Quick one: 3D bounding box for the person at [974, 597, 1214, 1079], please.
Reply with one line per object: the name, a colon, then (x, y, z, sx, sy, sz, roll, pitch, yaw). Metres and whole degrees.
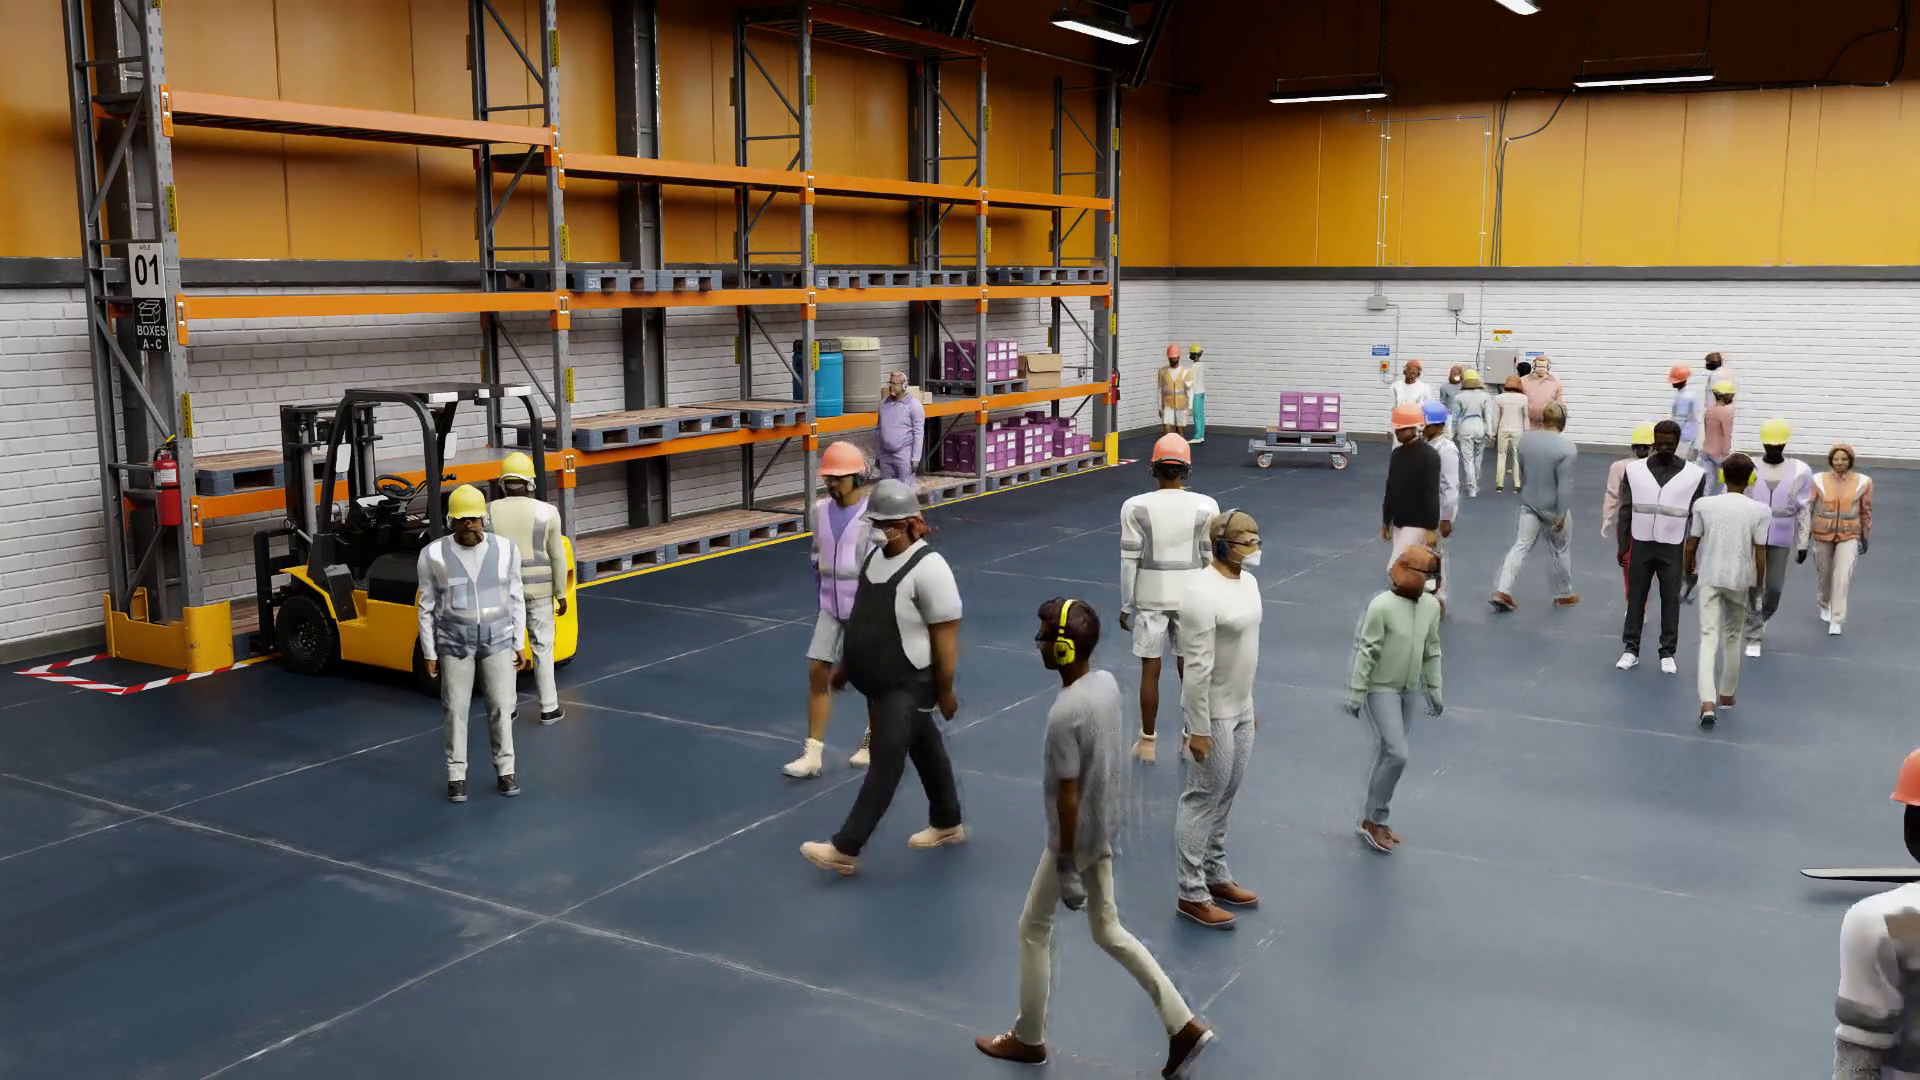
person: (0.506, 1.114, 6.174, 0.867, 1.840, 0.526, 6, 11, 32)

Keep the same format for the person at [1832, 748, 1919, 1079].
person: (2.376, 1.446, 3.971, 0.594, 1.888, 0.972, 0, 9, -1)

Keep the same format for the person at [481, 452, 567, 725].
person: (-2.905, 0.331, 11.063, 0.600, 1.829, 0.404, 0, 9, -3)

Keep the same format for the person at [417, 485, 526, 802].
person: (-2.776, 0.587, 9.498, 0.592, 1.826, 0.403, -4, 10, -23)

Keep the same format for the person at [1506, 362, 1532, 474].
person: (8.436, -1.818, 24.905, 0.531, 1.692, 0.320, -4, 10, -25)

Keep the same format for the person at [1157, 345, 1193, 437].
person: (3.362, -2.096, 26.032, 0.570, 1.882, 0.982, 1, 9, 9)

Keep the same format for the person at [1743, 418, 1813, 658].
person: (6.456, -0.051, 13.297, 0.593, 1.895, 0.848, 4, 10, 21)

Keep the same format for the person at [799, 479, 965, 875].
person: (-0.376, 0.648, 8.431, 1.042, 2.000, 0.695, -5, 10, -27)

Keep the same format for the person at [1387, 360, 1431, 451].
person: (6.131, -1.540, 22.683, 0.578, 1.856, 0.725, 5, 11, 30)

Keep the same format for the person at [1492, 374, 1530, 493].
person: (7.584, -1.466, 22.894, 0.507, 1.631, 0.270, 5, 10, 26)

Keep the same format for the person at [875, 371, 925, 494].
person: (-0.716, -0.956, 18.850, 0.641, 1.913, 0.408, 6, 11, 34)

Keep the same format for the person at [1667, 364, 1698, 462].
person: (9.192, -1.310, 21.181, 0.375, 1.889, 0.705, 5, 11, 31)

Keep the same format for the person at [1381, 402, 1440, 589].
person: (3.626, -0.138, 13.547, 0.512, 1.968, 0.662, -2, 9, -14)

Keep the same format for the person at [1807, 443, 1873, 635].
person: (7.432, -0.042, 14.121, 0.529, 1.601, 0.782, 5, 10, 29)

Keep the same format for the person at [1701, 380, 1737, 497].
person: (9.013, -1.015, 19.684, 0.478, 1.747, 0.554, -1, 9, -9)

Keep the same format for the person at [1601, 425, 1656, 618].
person: (5.786, -0.120, 14.233, 0.523, 1.720, 0.915, 6, 11, 32)

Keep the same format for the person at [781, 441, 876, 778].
person: (-0.720, 0.431, 9.860, 0.623, 2.005, 0.933, 5, 11, 31)

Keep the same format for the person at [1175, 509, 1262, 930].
person: (1.213, 0.811, 7.737, 0.356, 1.936, 0.635, 6, 11, 31)

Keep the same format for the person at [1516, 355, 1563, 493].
person: (7.916, -1.586, 22.807, 0.639, 1.904, 0.407, 2, 9, 13)

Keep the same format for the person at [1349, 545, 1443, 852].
person: (2.311, 0.817, 8.693, 0.523, 1.606, 0.522, -6, 11, -34)

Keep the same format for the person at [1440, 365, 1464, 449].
person: (7.680, -1.919, 25.826, 0.502, 1.601, 0.776, 0, 9, 3)

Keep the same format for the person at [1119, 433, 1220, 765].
person: (1.273, 0.365, 10.193, 0.611, 2.043, 0.375, 0, 9, -3)

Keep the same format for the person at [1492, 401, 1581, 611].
person: (5.174, -0.299, 14.832, 1.020, 1.897, 0.634, -6, 11, -34)

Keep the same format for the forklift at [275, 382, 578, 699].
forklift: (-3.974, -0.067, 12.417, 2.313, 2.155, 1.214, 5, 11, 30)

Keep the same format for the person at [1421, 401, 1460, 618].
person: (4.054, -0.244, 14.385, 0.491, 1.921, 0.658, 0, 9, 2)

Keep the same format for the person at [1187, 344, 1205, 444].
person: (4.171, -2.584, 29.460, 0.325, 1.769, 0.524, 5, 10, 27)

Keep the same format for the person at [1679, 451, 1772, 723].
person: (5.147, 0.310, 11.235, 0.545, 1.826, 0.955, 5, 10, 27)

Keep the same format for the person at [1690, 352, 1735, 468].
person: (11.631, -1.985, 25.656, 0.670, 1.801, 0.638, 8, 12, 43)

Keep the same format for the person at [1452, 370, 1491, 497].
person: (6.937, -1.461, 22.638, 0.499, 1.689, 0.889, 1, 9, 4)

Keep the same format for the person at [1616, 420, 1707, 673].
person: (5.294, 0.042, 12.599, 0.593, 1.918, 0.391, 5, 10, 27)
